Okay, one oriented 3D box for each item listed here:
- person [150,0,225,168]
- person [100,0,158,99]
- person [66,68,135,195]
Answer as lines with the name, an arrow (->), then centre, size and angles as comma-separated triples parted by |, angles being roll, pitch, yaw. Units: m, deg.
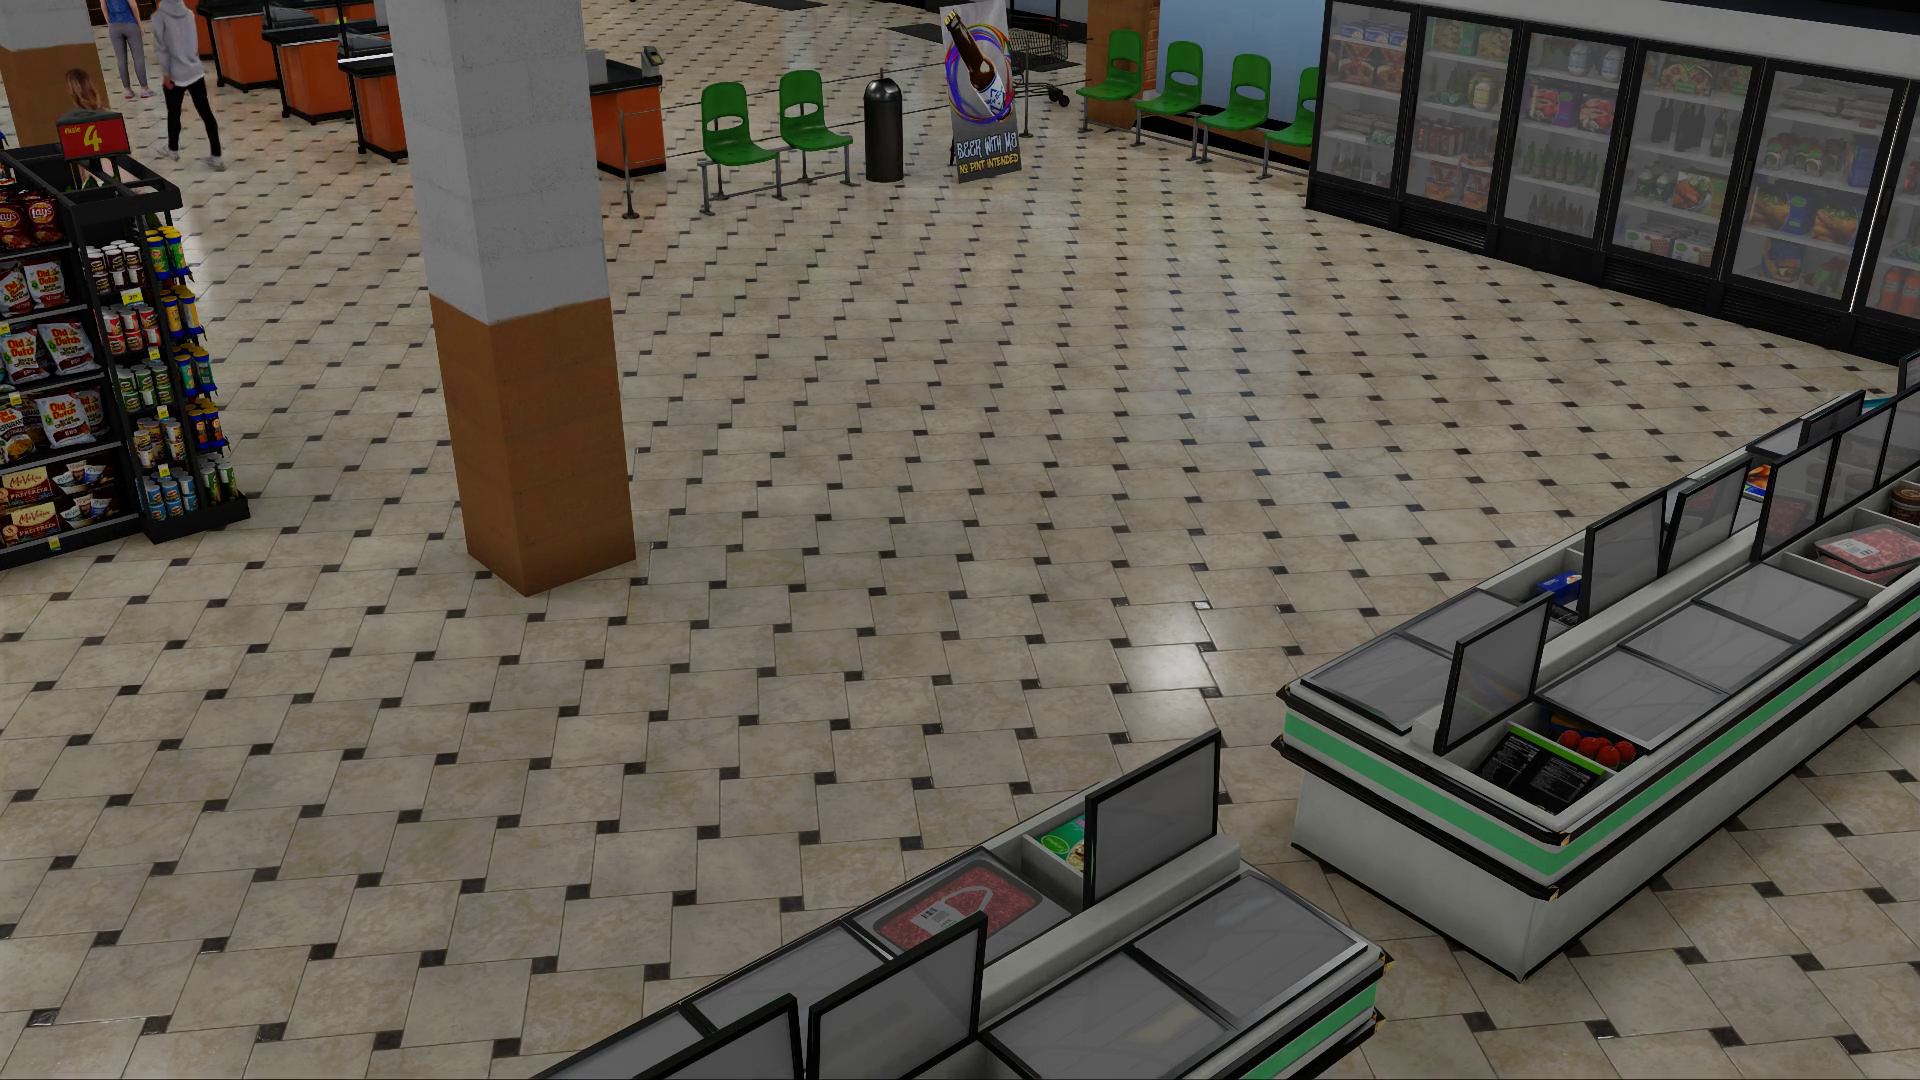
person -> -7.804, -4.723, 16.876 | 1.017, 1.891, 1.137 | 14, 30, 26
person -> -10.053, -6.149, 19.999 | 0.639, 1.610, 0.722 | -2, 27, -5
person -> -6.670, -2.753, 13.079 | 0.744, 1.811, 0.622 | -21, 34, -35
